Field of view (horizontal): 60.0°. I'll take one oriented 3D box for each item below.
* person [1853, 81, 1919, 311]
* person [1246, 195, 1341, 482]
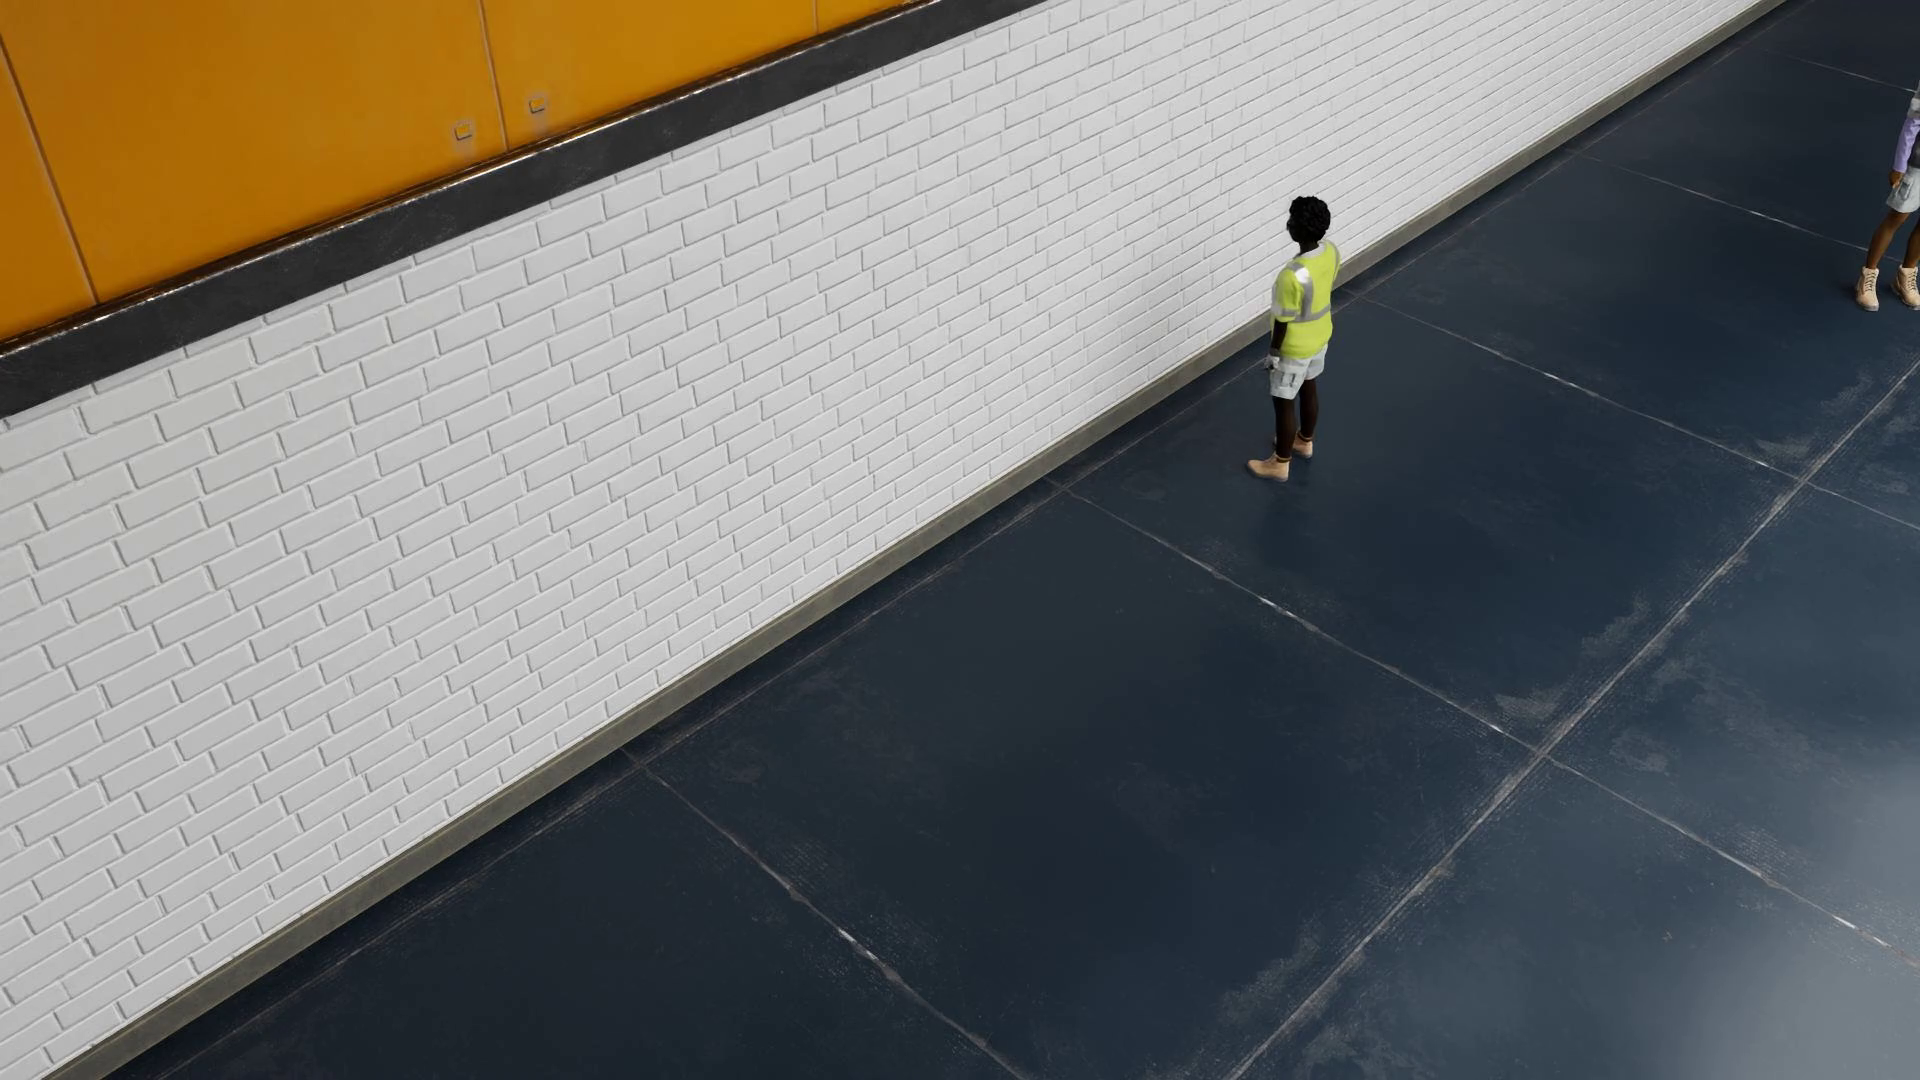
[{"bbox_3d":[6.200,-2.394,10.495,0.606,2.043,0.376,-1,39,-1],"label":"person"},{"bbox_3d":[1.860,-1.106,9.166,0.322,1.690,0.530,26,45,29],"label":"person"}]
